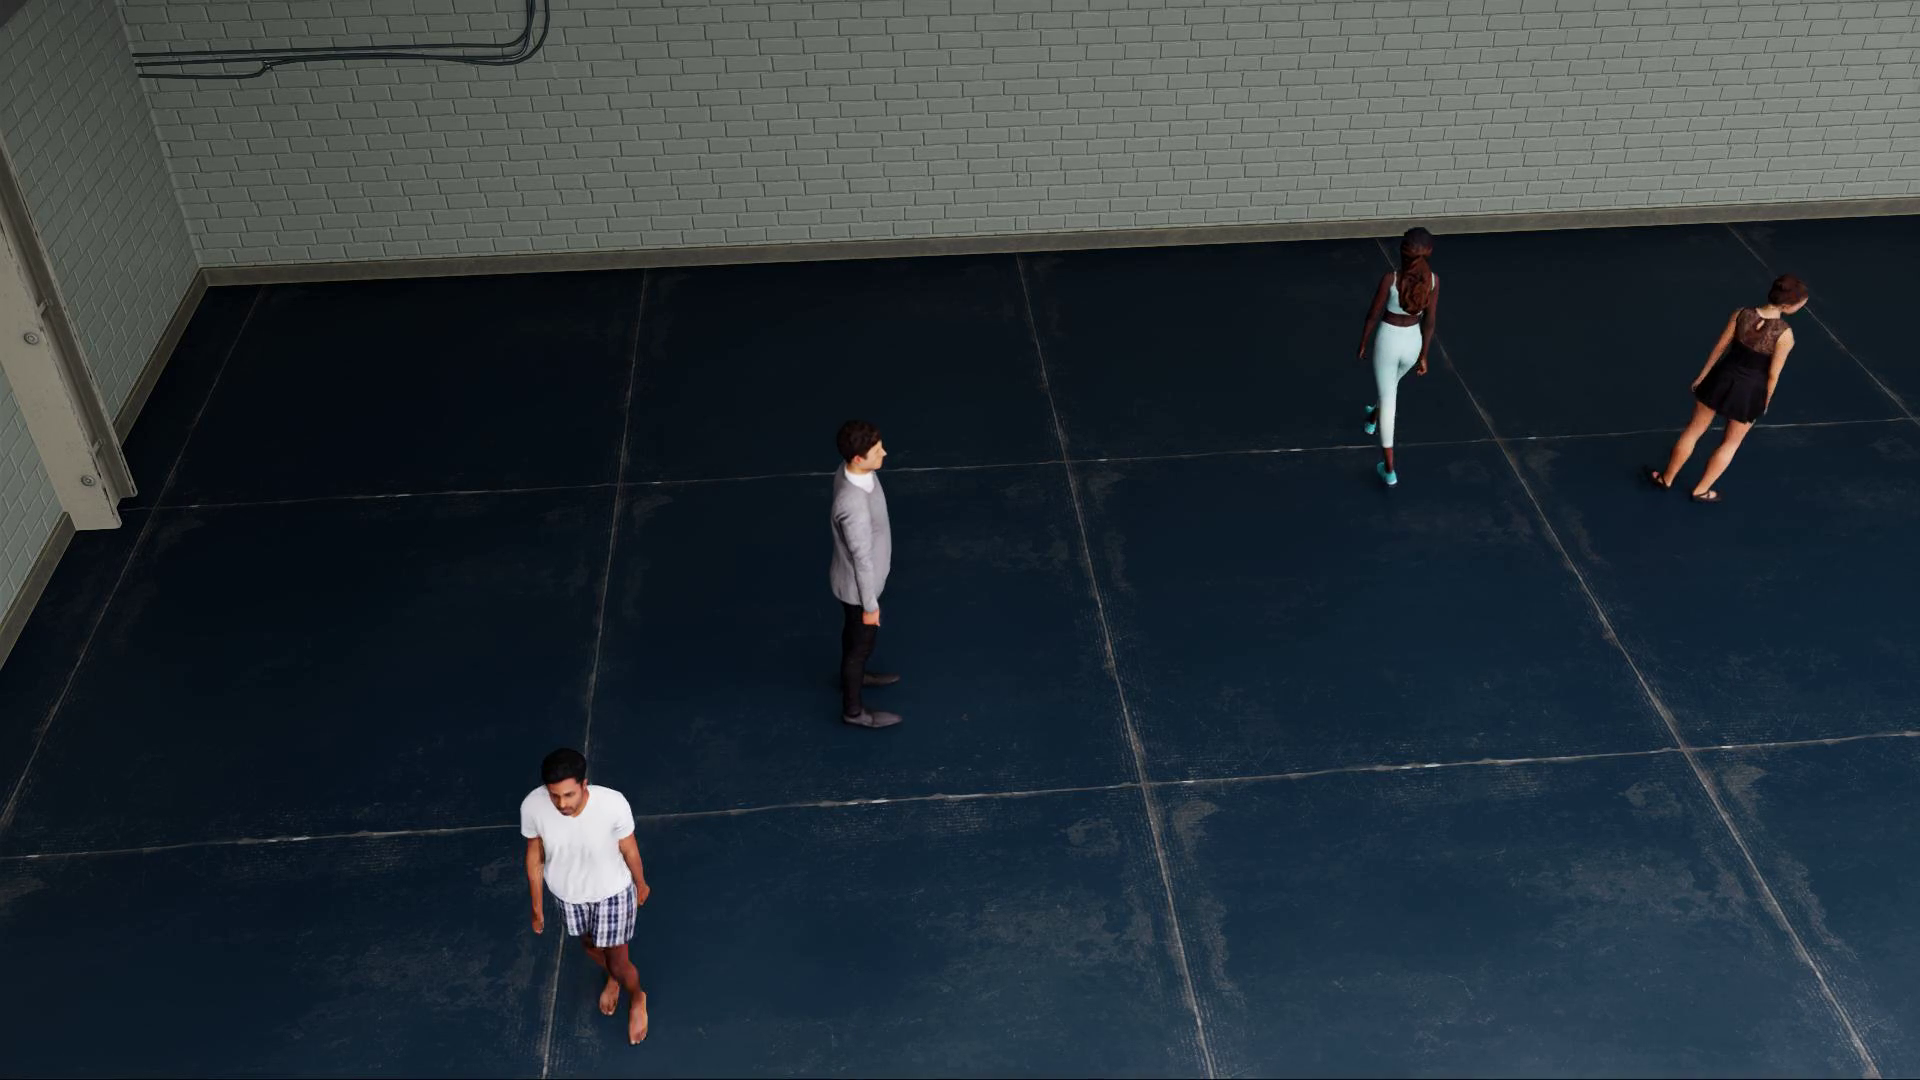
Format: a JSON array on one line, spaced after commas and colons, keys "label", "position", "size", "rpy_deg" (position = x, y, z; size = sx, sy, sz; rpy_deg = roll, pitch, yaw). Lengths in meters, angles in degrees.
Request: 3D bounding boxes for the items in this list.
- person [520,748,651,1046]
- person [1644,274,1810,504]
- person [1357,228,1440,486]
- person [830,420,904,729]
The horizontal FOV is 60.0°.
[{"label": "person", "position": [-1.604, 1.461, 7.326], "size": [0.687, 1.710, 0.703], "rpy_deg": [4, 38, 5]}, {"label": "person", "position": [4.809, -0.952, 10.453], "size": [0.781, 1.658, 0.887], "rpy_deg": [24, 44, 27]}, {"label": "person", "position": [2.810, -1.150, 10.689], "size": [0.605, 1.678, 1.110], "rpy_deg": [-1, 38, -2]}, {"label": "person", "position": [-0.540, 0.176, 8.799], "size": [0.786, 1.918, 0.526], "rpy_deg": [-2, 38, -2]}]
